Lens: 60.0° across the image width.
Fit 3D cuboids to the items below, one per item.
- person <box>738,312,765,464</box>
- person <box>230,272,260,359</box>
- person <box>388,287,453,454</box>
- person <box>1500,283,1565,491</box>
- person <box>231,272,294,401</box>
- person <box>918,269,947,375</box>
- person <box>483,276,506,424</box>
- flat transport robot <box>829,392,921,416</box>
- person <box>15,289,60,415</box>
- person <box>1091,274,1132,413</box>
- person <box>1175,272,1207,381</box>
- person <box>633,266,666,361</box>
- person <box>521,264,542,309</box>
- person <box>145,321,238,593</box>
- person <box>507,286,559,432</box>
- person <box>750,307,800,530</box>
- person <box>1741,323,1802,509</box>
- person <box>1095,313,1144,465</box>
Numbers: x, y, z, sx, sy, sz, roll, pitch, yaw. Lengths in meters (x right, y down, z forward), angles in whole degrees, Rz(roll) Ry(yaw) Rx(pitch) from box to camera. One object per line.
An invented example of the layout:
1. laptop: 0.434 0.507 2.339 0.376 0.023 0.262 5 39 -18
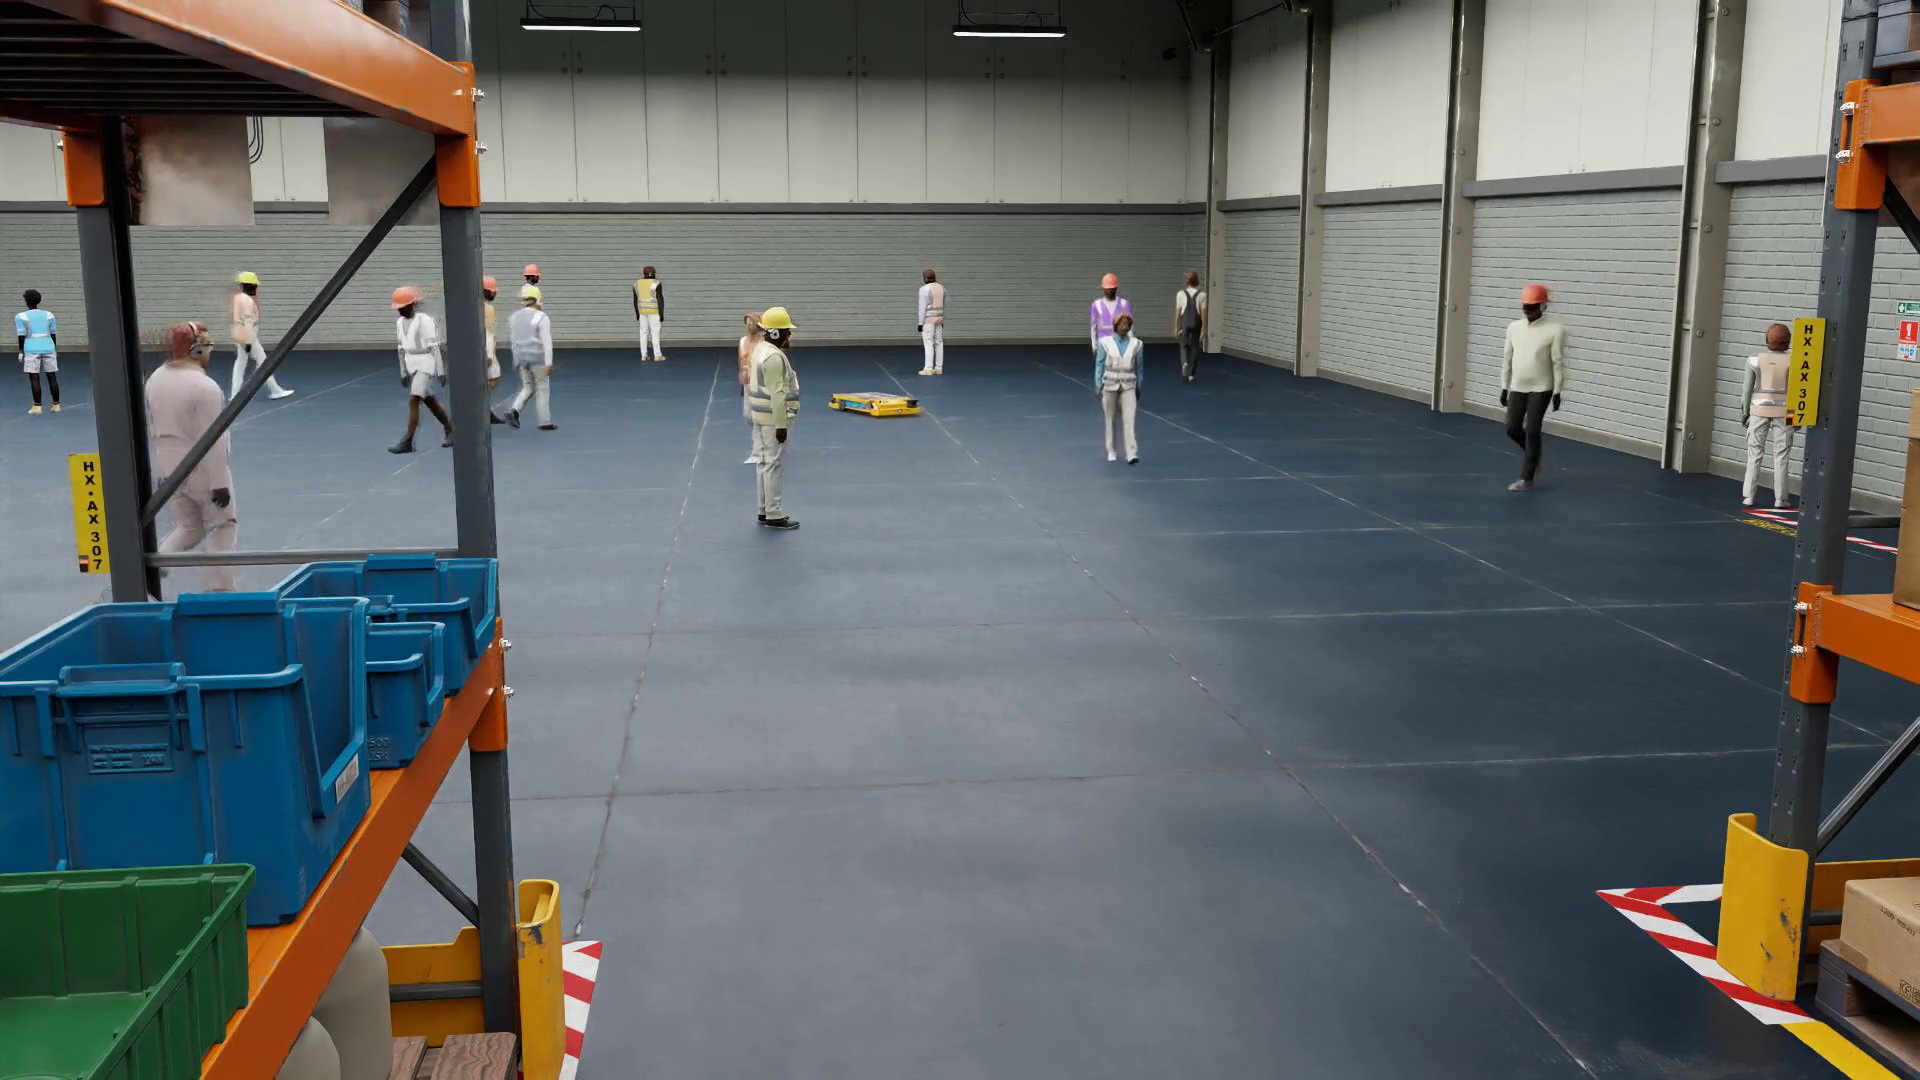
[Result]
1. person: -2.125 -1.635 17.803 0.522 1.622 0.634 8 13 37
2. person: -13.893 -4.340 32.340 0.537 1.718 0.906 -4 11 -19
3. person: -6.050 -1.929 18.777 0.621 1.859 1.017 8 13 36
4. person: 5.472 -1.457 15.833 0.599 1.974 0.628 -9 14 -41
5. person: -10.325 -2.977 24.424 0.919 1.890 0.591 -9 14 -40
6. person: -0.516 -3.799 29.064 0.430 1.837 0.624 9 14 42
7. person: -6.114 -2.397 21.165 0.547 1.916 0.600 10 14 44
8. flat transport robot: -1.184 -1.879 22.829 0.652 0.197 1.431 -6 12 -32
9. person: -12.506 -2.545 22.563 0.321 1.697 0.529 8 13 36
10. person: 2.092 -2.713 22.973 0.566 1.884 0.987 0 10 1
11. person: 3.845 -3.545 27.692 0.527 1.826 0.585 2 10 9
12. person: -6.041 -4.408 32.398 0.624 1.838 0.430 4 11 19
13. person: -7.233 -3.684 28.148 0.370 1.939 0.543 -5 12 -26
14. person: -4.812 -0.417 10.377 0.654 1.882 0.687 6 12 31
15. person: -5.288 -2.215 20.471 0.645 1.803 0.597 5 12 27
16. person: -1.524 -1.005 13.753 0.403 1.830 0.599 -3 11 -18
17. person: 7.213 -1.096 14.769 0.522 1.645 0.306 6 12 31
18. person: 1.691 -1.591 17.598 0.531 1.593 0.844 -1 10 -3
